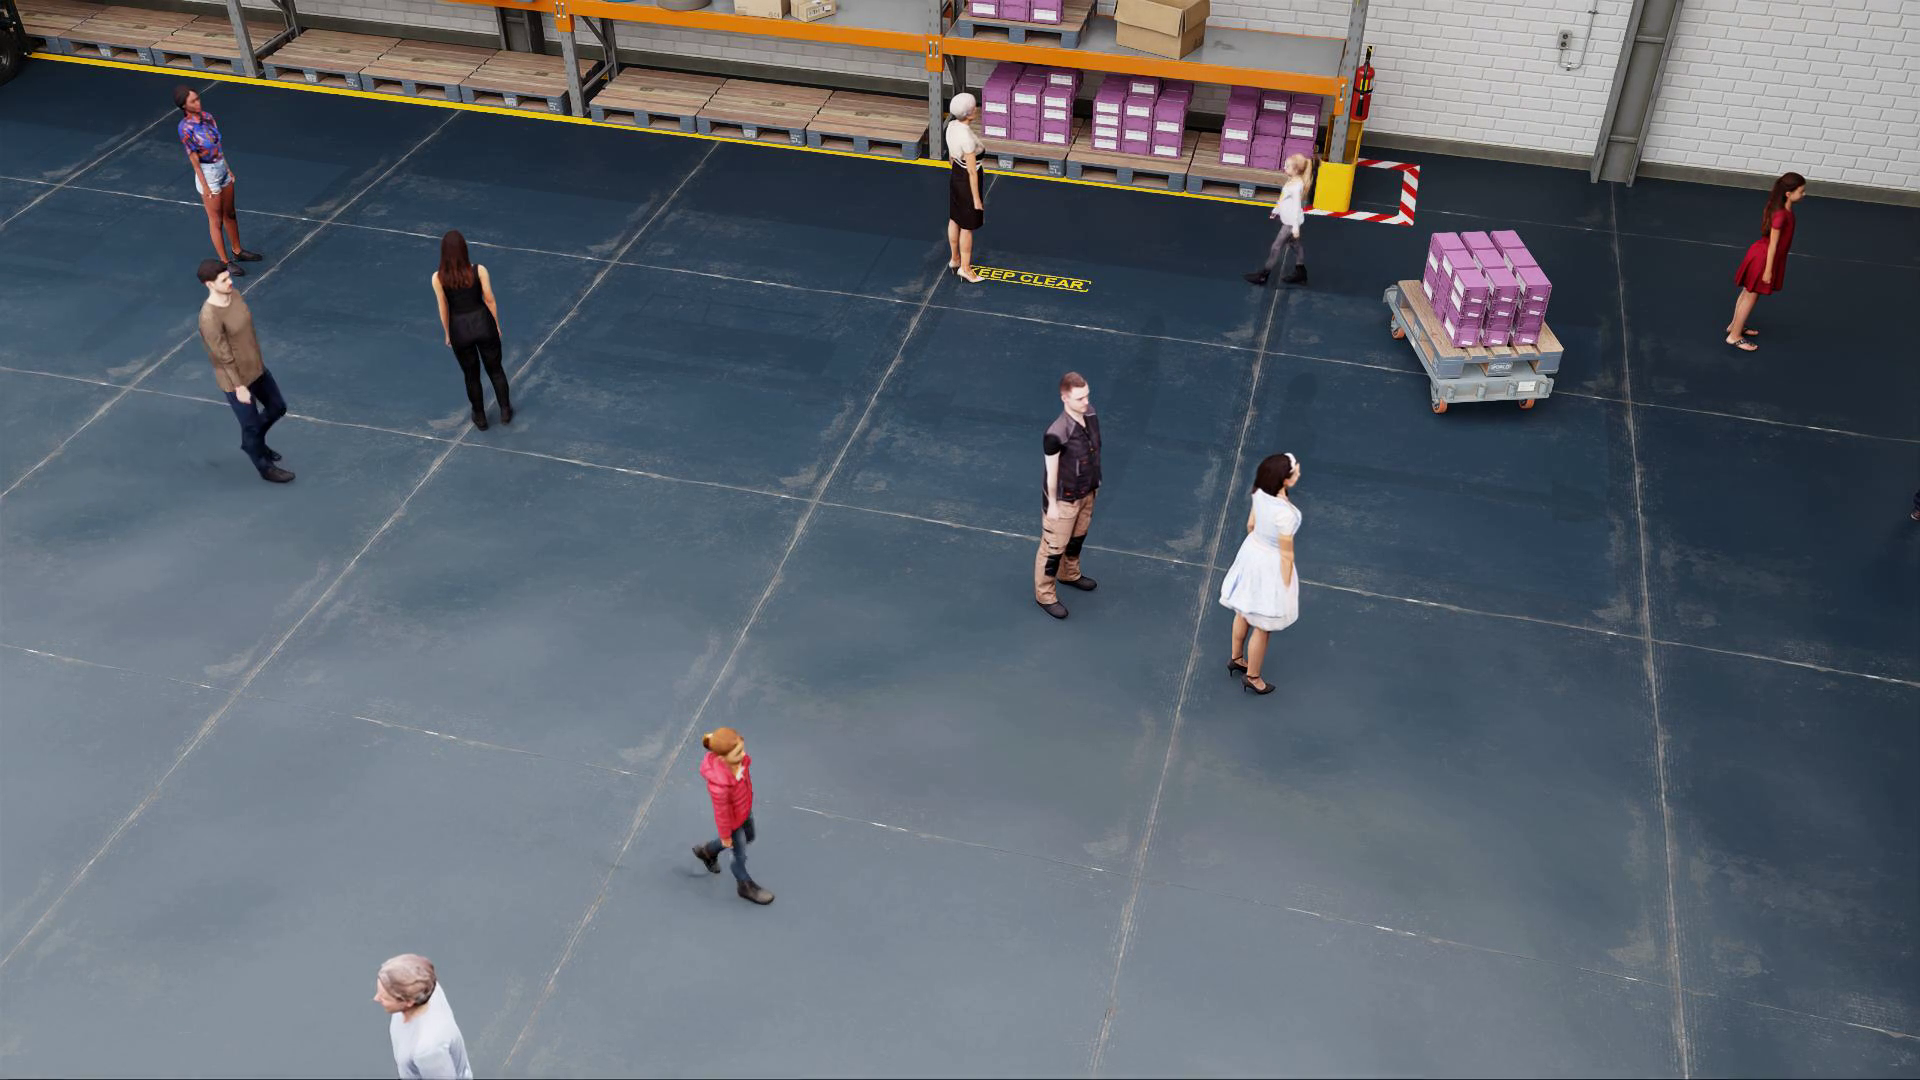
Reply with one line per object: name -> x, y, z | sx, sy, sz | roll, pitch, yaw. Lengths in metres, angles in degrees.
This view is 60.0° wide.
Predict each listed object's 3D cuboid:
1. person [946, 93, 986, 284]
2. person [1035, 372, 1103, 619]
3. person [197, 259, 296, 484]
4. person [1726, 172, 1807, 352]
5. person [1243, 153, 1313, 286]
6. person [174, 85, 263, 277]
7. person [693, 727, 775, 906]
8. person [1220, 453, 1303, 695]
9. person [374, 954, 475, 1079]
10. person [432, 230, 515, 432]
person -> 0.034, -3.102, 14.677 | 0.732, 1.756, 0.697 | -15, 41, -18
person -> 0.725, -0.345, 11.156 | 0.726, 1.842, 0.761 | 25, 45, 28
person -> -5.357, -1.233, 12.236 | 0.705, 1.880, 0.678 | 6, 39, 7
person -> 6.729, -2.352, 13.900 | 0.631, 1.553, 0.572 | 14, 41, 17
person -> 2.998, -2.817, 14.718 | 0.824, 1.259, 0.552 | 6, 39, 8
person -> -6.669, -3.225, 14.841 | 0.517, 1.743, 0.592 | 8, 39, 10
person -> -1.318, 1.519, 9.251 | 0.736, 1.306, 0.528 | 12, 40, 14
person -> 1.922, 0.211, 10.481 | 0.905, 1.815, 0.855 | -13, 41, -16
person -> -2.348, 2.498, 7.553 | 0.796, 1.894, 0.748 | -17, 42, -21
person -> -3.773, -1.617, 12.872 | 0.650, 1.687, 0.736 | -13, 40, -16
